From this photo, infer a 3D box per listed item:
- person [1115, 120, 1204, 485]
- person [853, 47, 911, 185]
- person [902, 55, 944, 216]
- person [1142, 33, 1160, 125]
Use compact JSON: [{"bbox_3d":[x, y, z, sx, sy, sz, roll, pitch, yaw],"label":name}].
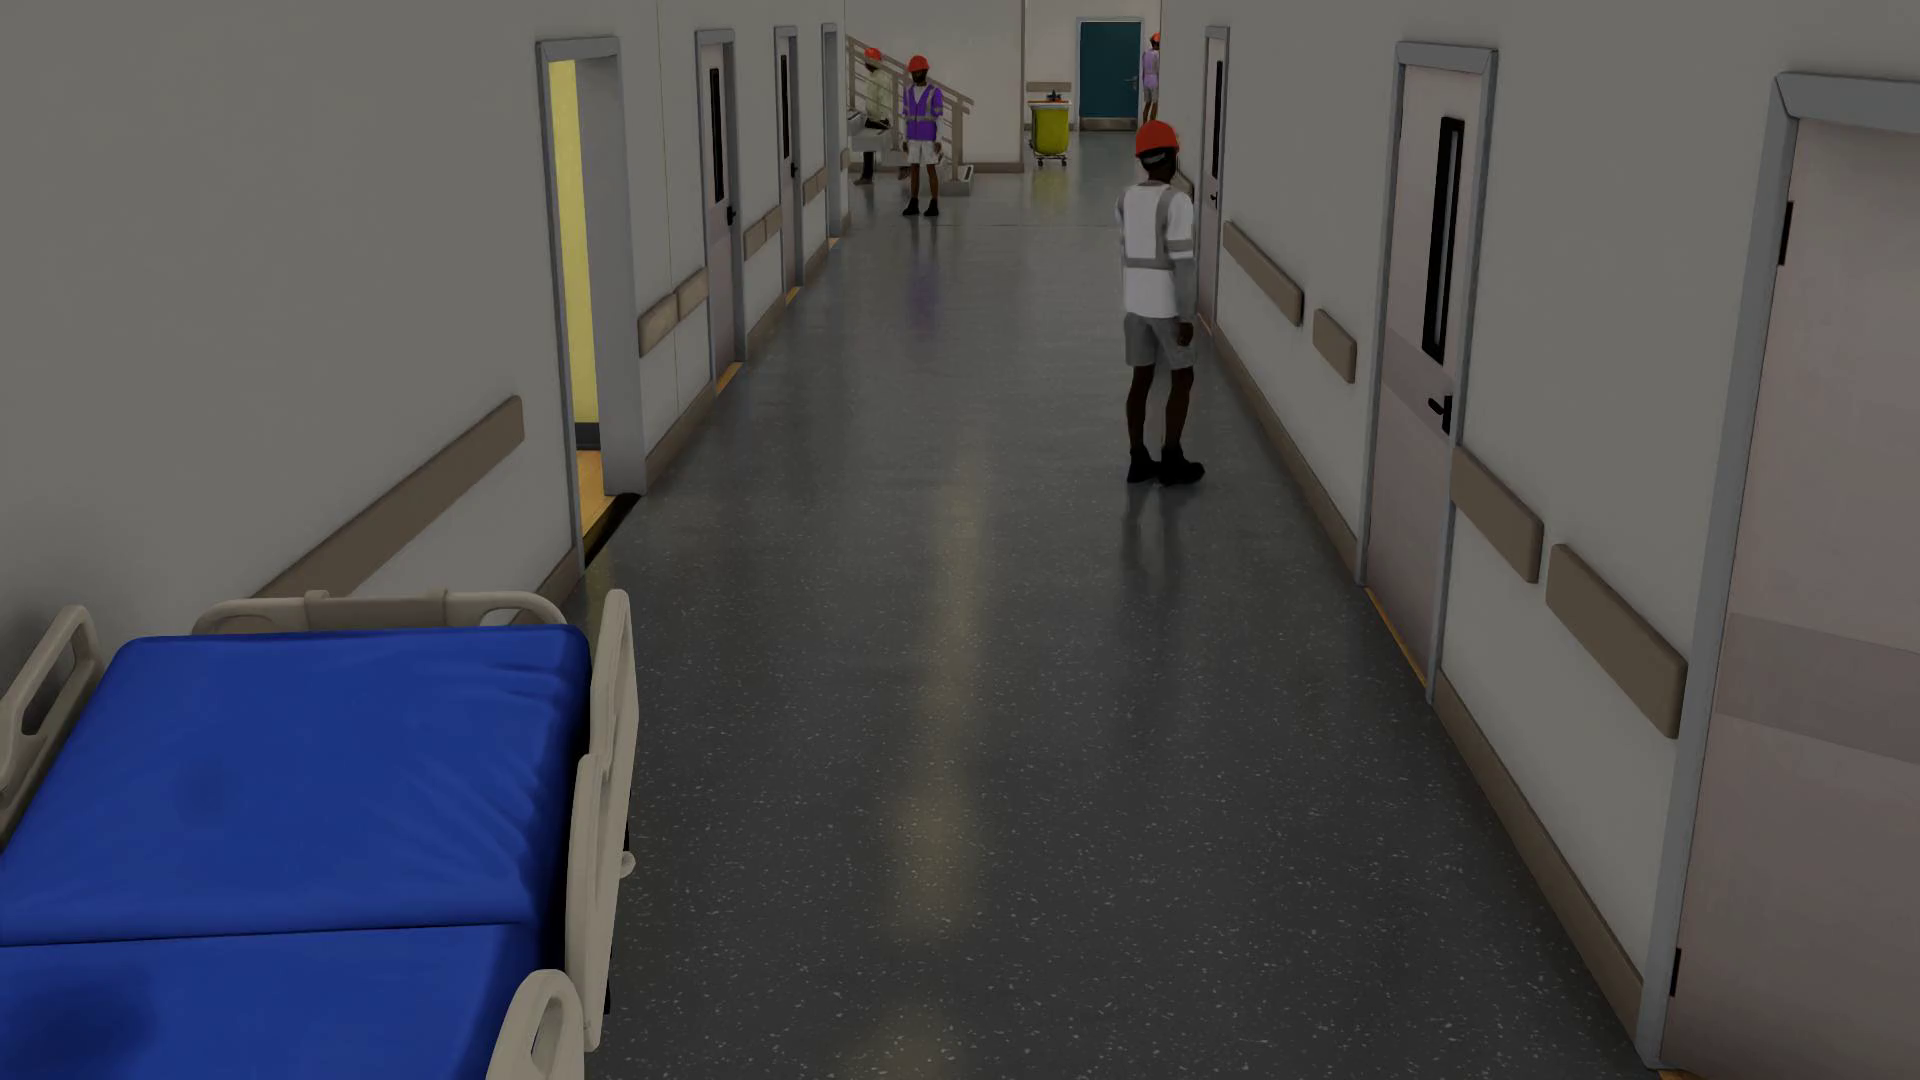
[{"bbox_3d":[1.043,-1.254,8.866,0.453,1.902,0.591,-14,22,-37],"label":"person"},{"bbox_3d":[-1.124,-6.143,24.138,0.823,1.963,0.621,-10,20,-28],"label":"person"},{"bbox_3d":[-0.479,-4.961,20.455,0.551,1.934,0.375,10,20,28],"label":"person"},{"bbox_3d":[3.942,-9.235,33.747,0.407,2.029,0.613,-11,21,-32],"label":"person"}]
